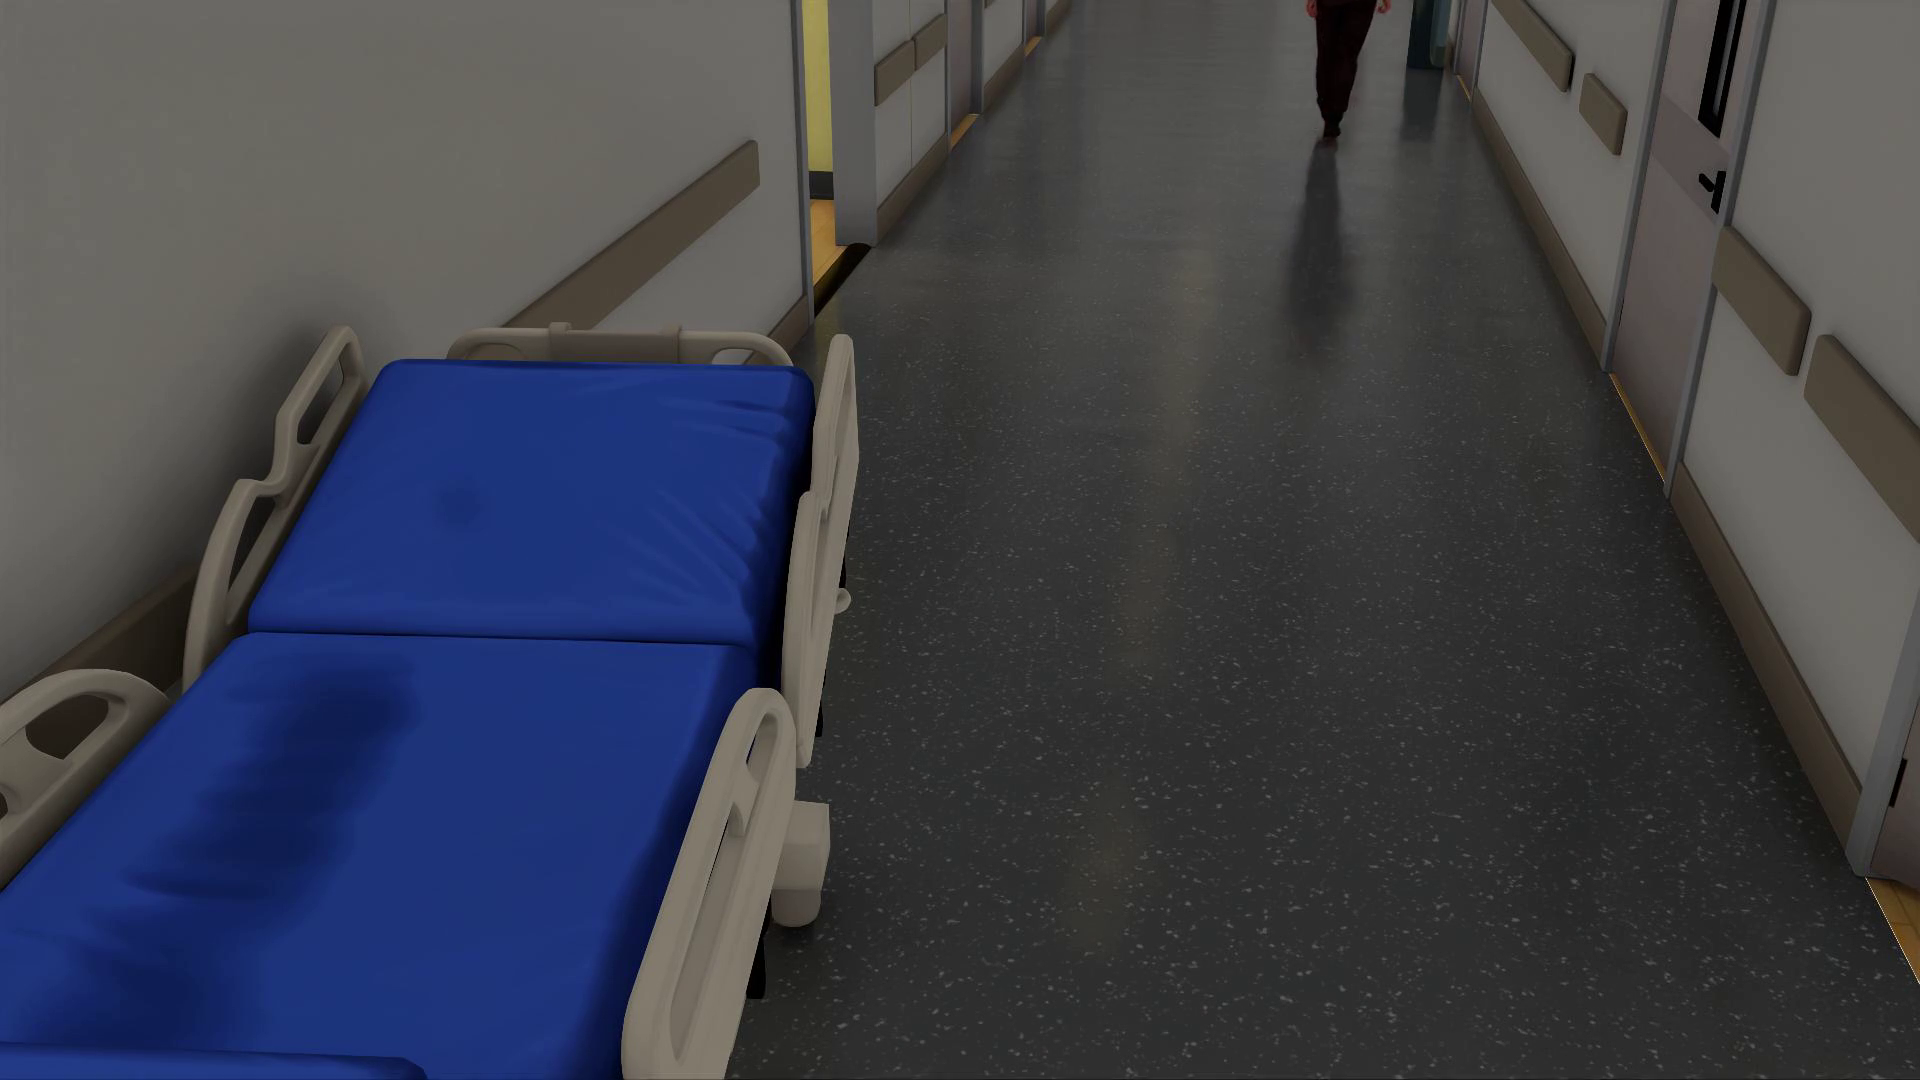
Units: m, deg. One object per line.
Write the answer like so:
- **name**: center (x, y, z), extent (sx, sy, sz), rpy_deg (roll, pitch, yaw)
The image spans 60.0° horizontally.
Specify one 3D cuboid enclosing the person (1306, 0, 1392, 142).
- **person**: center (2.481, -3.482, 10.682), extent (1.089, 1.824, 0.845), rpy_deg (7, 27, 15)
